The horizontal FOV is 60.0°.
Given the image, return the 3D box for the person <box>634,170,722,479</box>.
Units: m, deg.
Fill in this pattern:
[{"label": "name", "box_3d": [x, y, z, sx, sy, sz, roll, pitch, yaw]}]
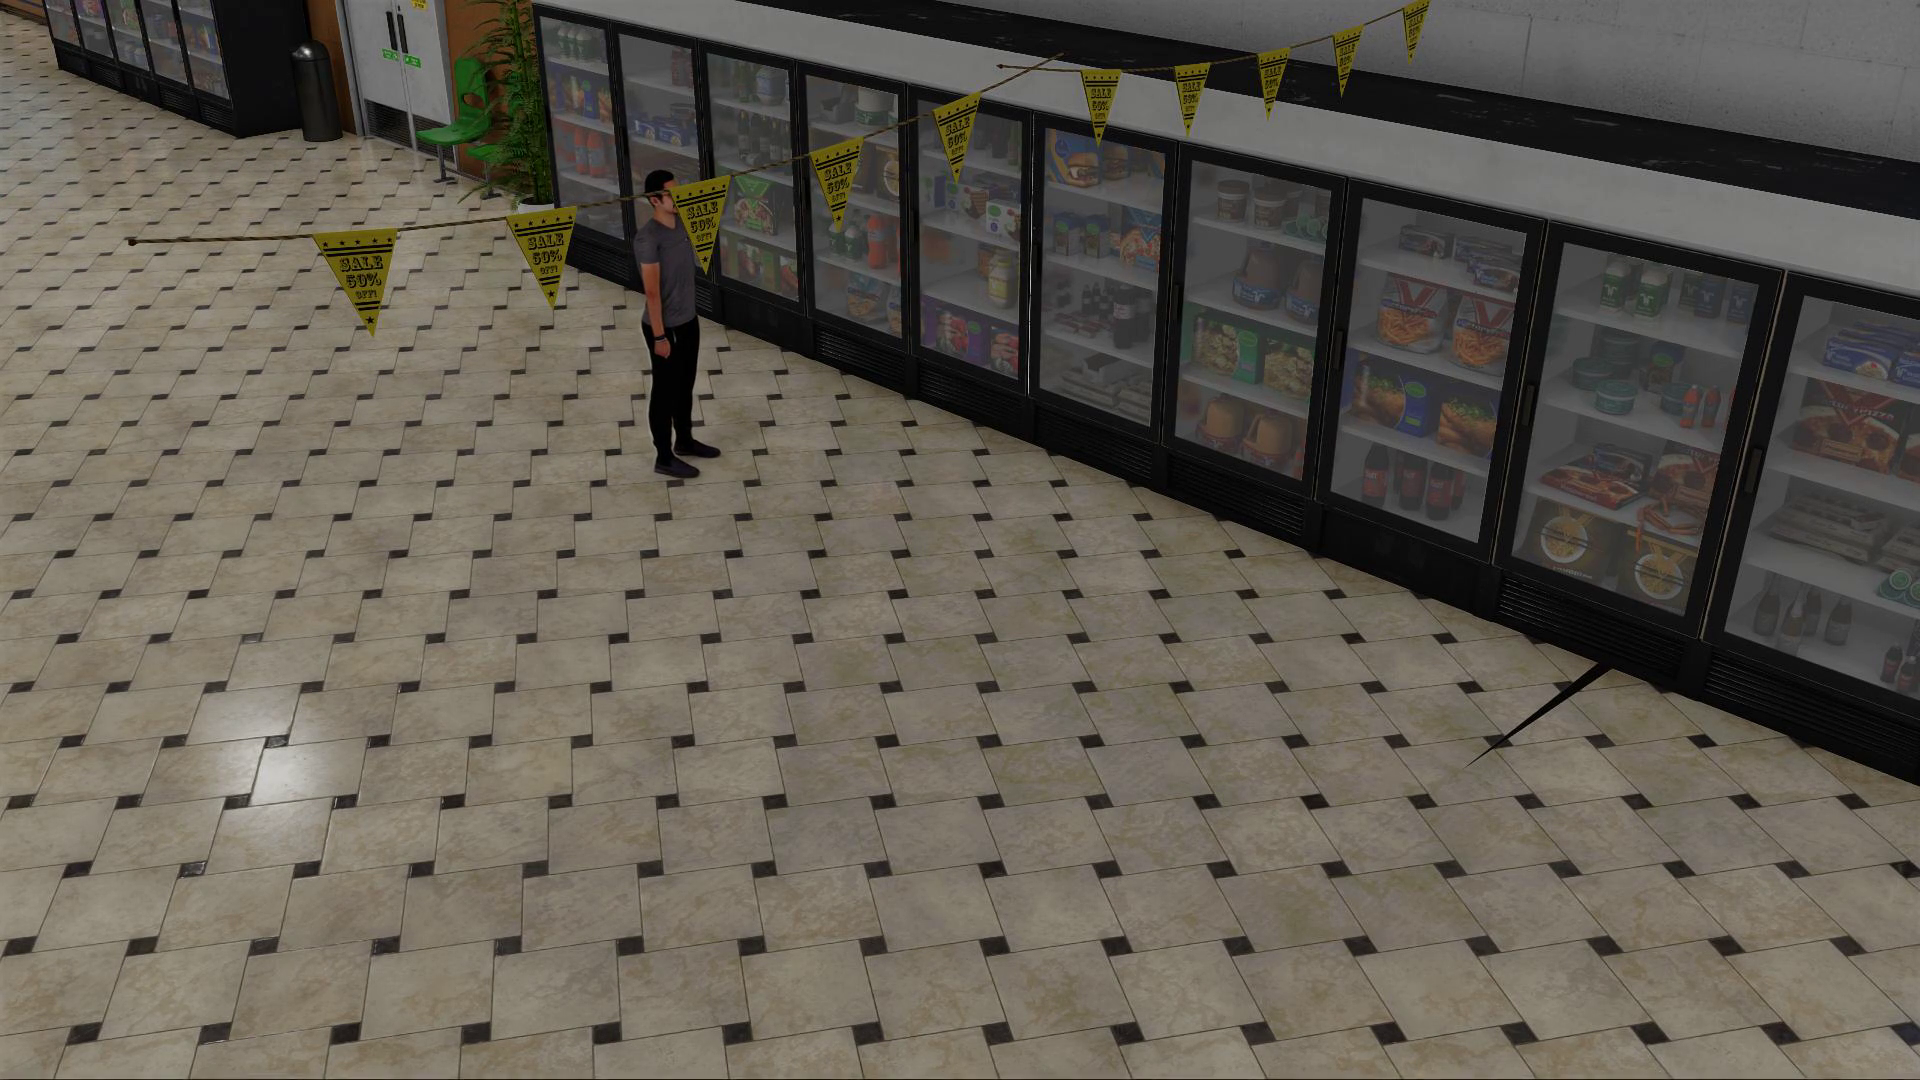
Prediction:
[{"label": "person", "box_3d": [-1.646, -1.238, 9.440, 0.756, 1.752, 0.643, 7, 28, 13]}]
